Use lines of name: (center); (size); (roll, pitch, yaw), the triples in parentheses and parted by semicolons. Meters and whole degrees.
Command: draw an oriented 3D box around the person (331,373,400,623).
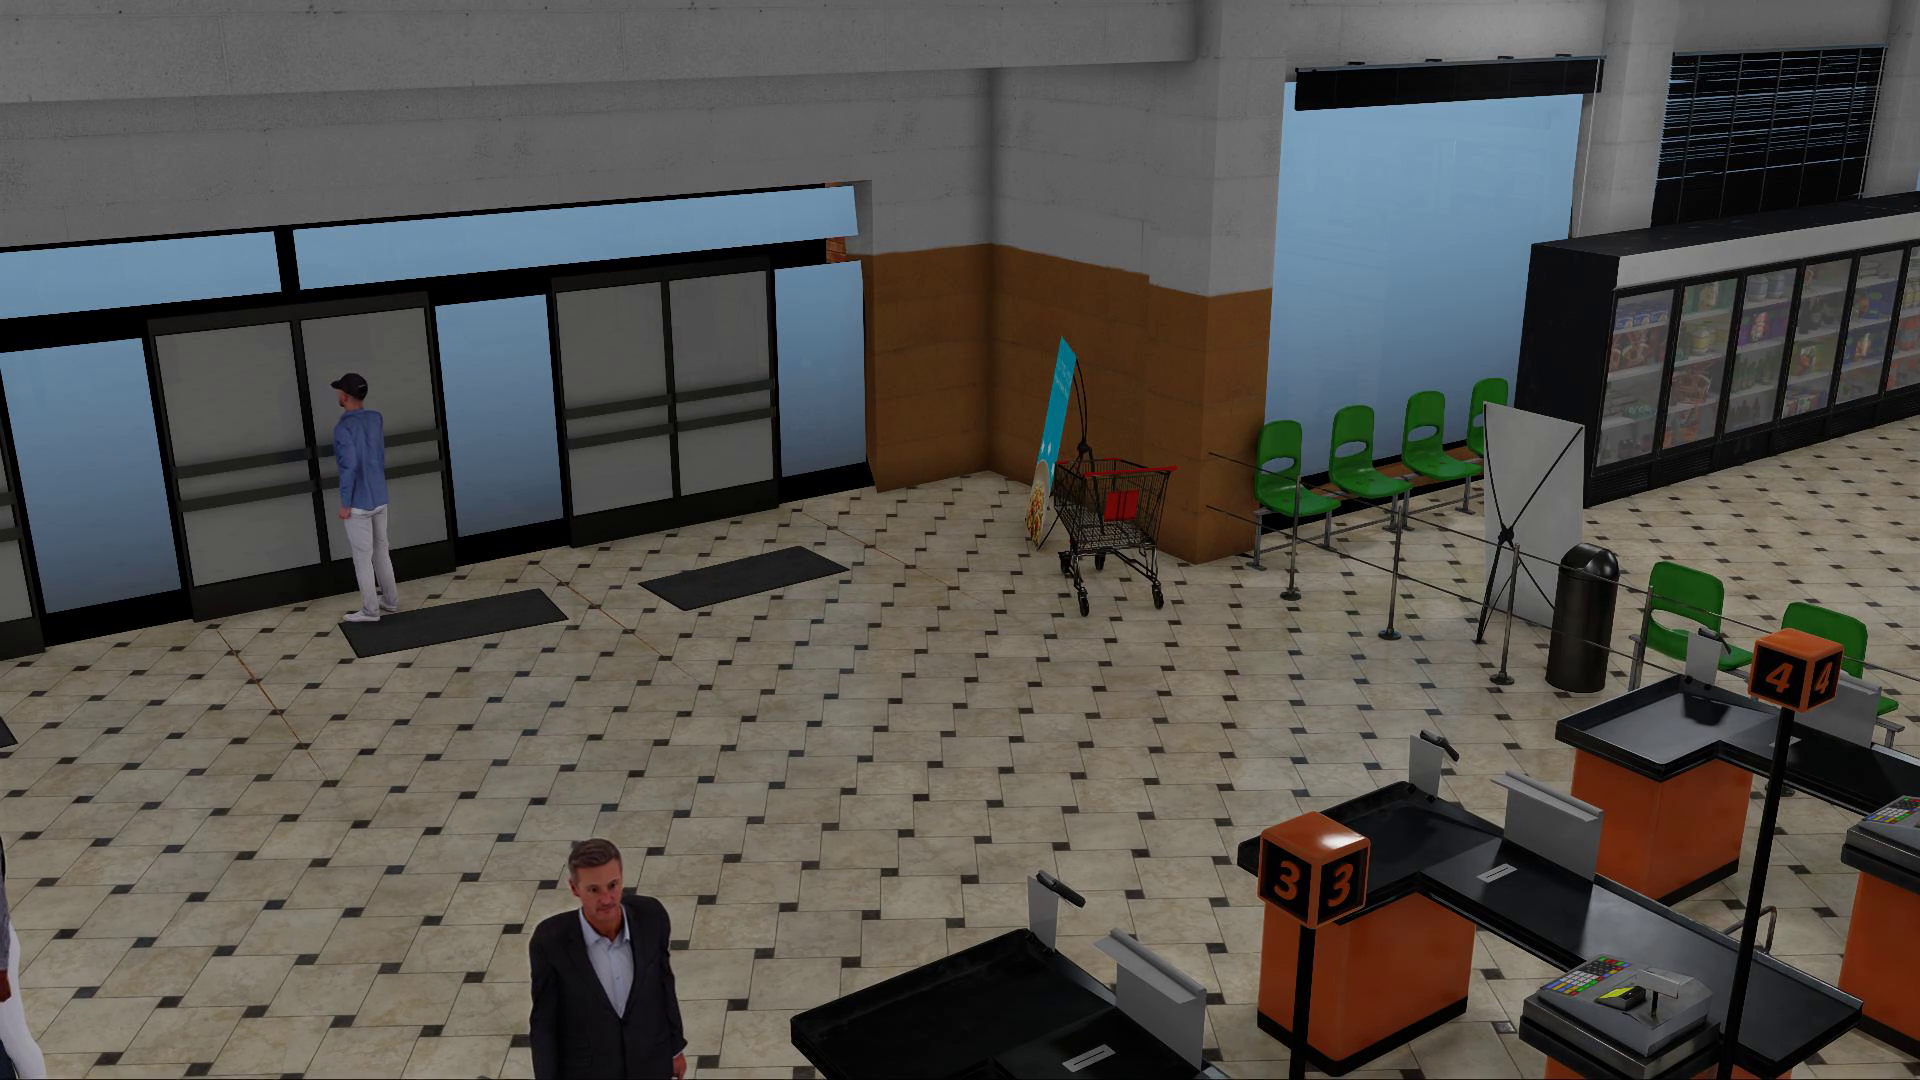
person: (-4.418, -0.317, 12.326); (0.778, 1.889, 0.743); (5, 19, 16)

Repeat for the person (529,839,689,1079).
person: (-1.228, 1.876, 5.899); (0.727, 1.840, 0.573); (-12, 22, -31)

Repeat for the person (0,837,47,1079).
person: (-3.938, 1.678, 6.665); (0.605, 1.725, 0.735); (10, 21, 28)
